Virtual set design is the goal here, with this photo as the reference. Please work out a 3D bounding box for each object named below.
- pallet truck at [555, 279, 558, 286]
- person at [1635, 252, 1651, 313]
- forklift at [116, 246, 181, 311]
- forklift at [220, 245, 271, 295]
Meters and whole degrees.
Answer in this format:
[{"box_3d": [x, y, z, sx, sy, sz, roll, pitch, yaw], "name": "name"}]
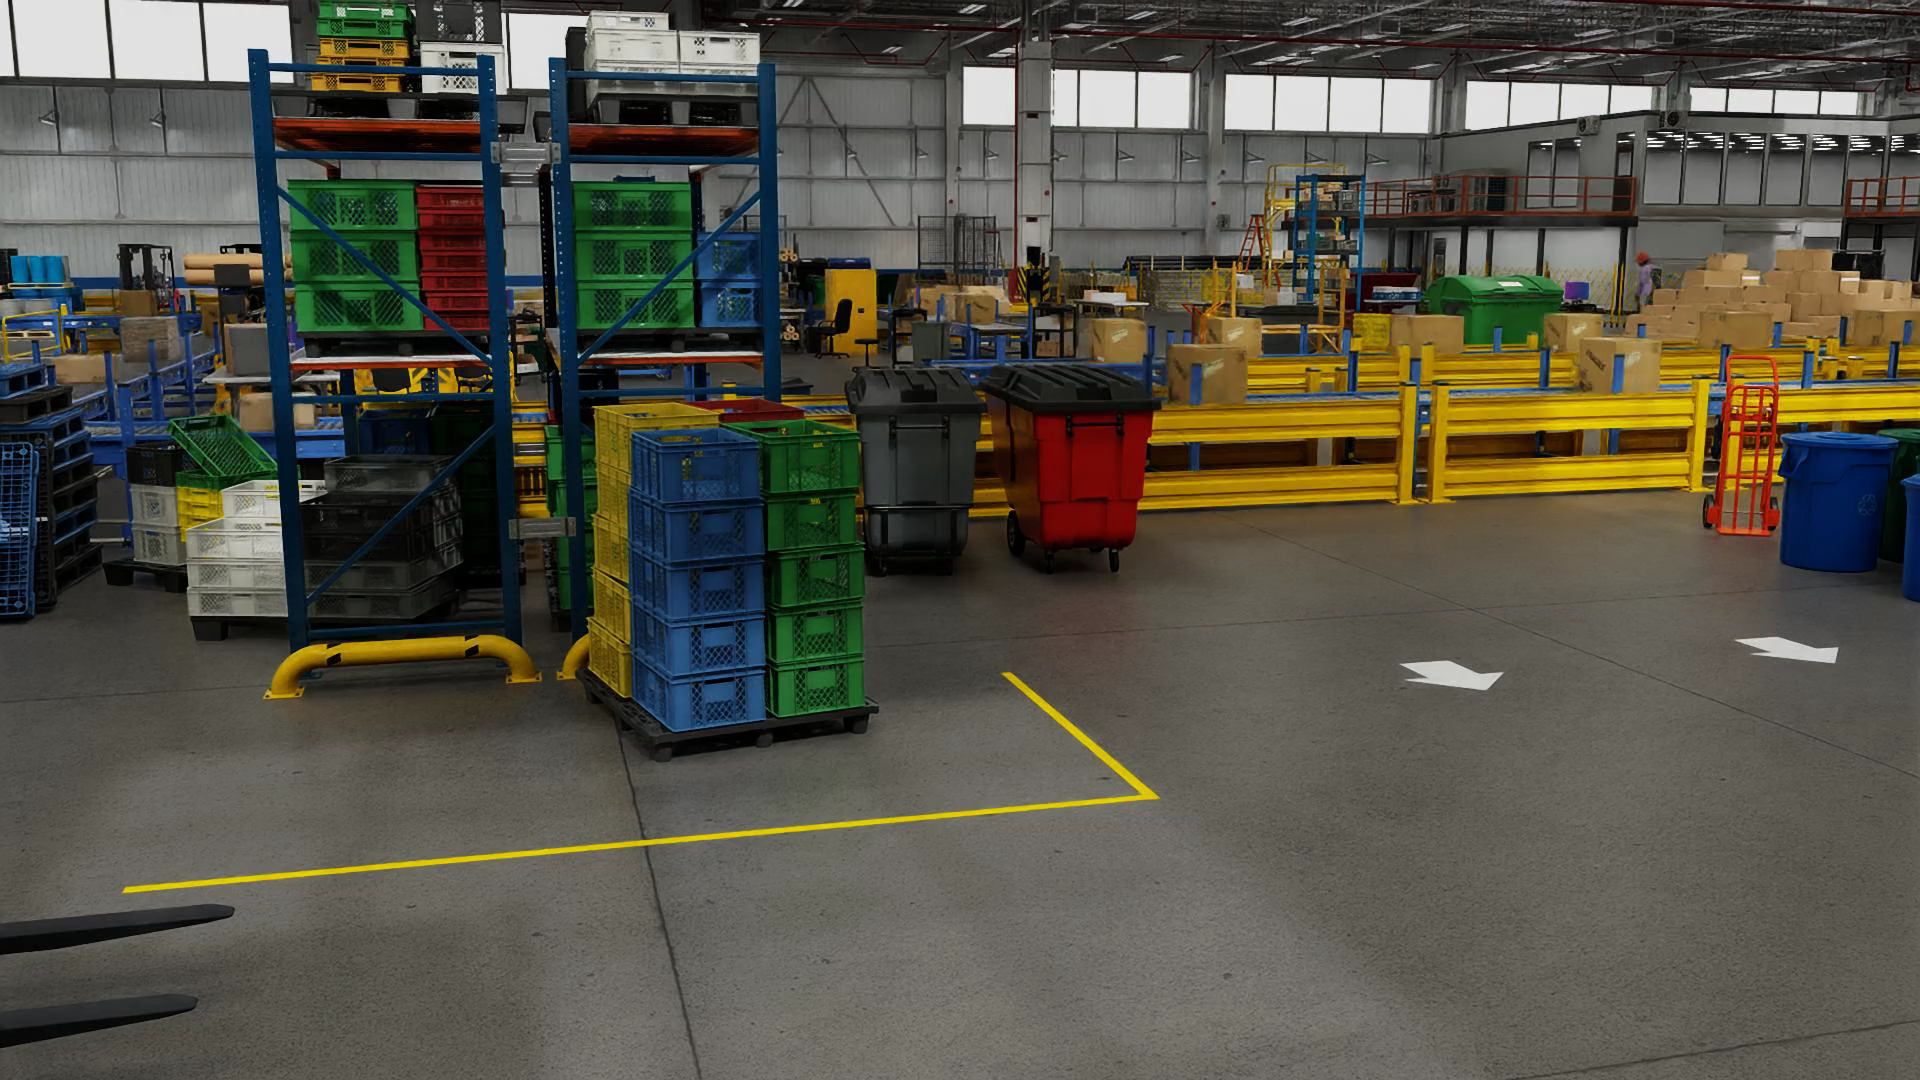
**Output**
[{"box_3d": [-10.604, -6.375, 44.520, 0.653, 1.274, 1.630, -3, 10, -15], "name": "pallet truck"}, {"box_3d": [16.865, -6.111, 41.110, 0.388, 1.991, 0.726, 6, 11, 29], "name": "person"}, {"box_3d": [-19.966, -6.232, 40.894, 1.157, 1.987, 2.680, -3, 10, -15], "name": "forklift"}, {"box_3d": [-17.749, -6.334, 41.440, 1.157, 1.987, 2.680, -3, 10, -17], "name": "forklift"}]
